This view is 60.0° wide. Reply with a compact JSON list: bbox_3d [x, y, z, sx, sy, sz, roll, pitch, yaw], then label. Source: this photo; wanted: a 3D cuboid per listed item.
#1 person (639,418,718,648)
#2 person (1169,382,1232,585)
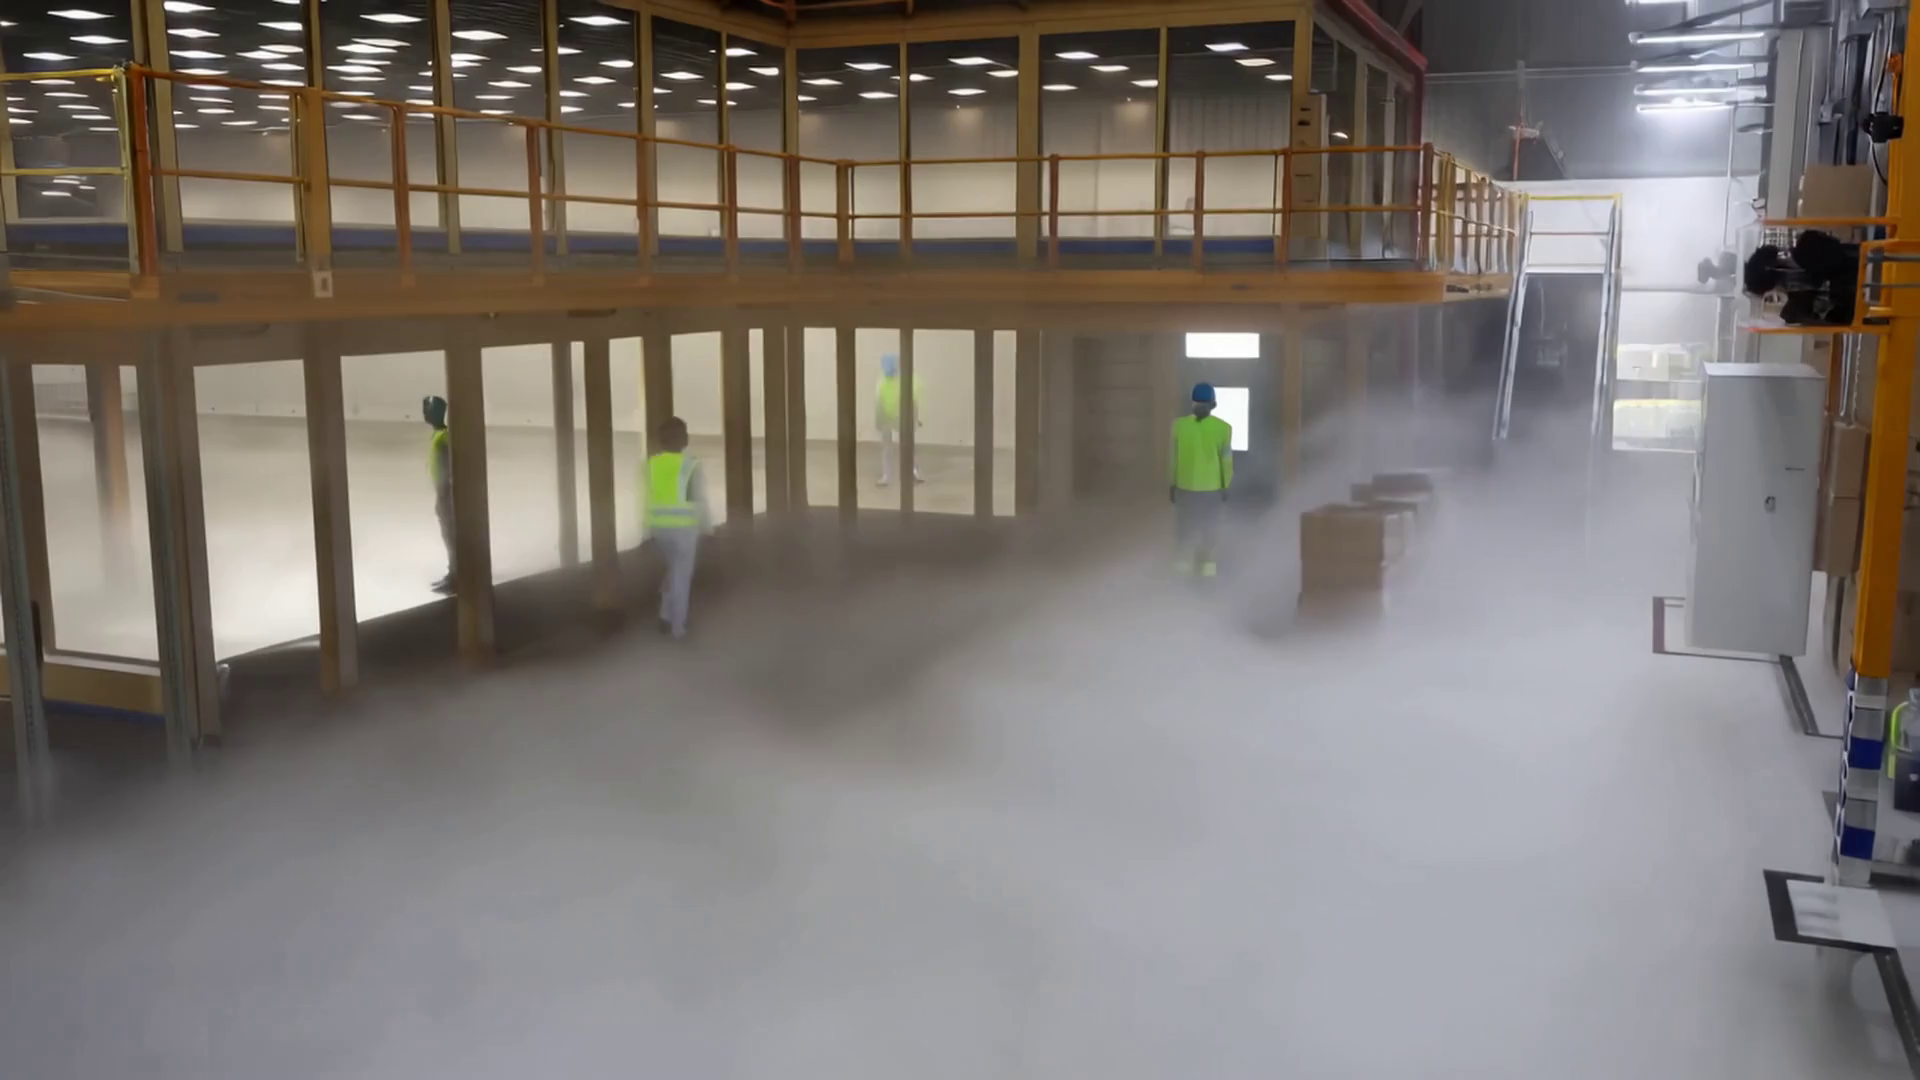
[{"bbox_3d":[-2.281,-0.054,13.524,0.581,1.868,0.434,4,10,25],"label":"person"},{"bbox_3d":[2.337,-0.542,16.175,0.612,1.986,0.406,1,9,7],"label":"person"}]
